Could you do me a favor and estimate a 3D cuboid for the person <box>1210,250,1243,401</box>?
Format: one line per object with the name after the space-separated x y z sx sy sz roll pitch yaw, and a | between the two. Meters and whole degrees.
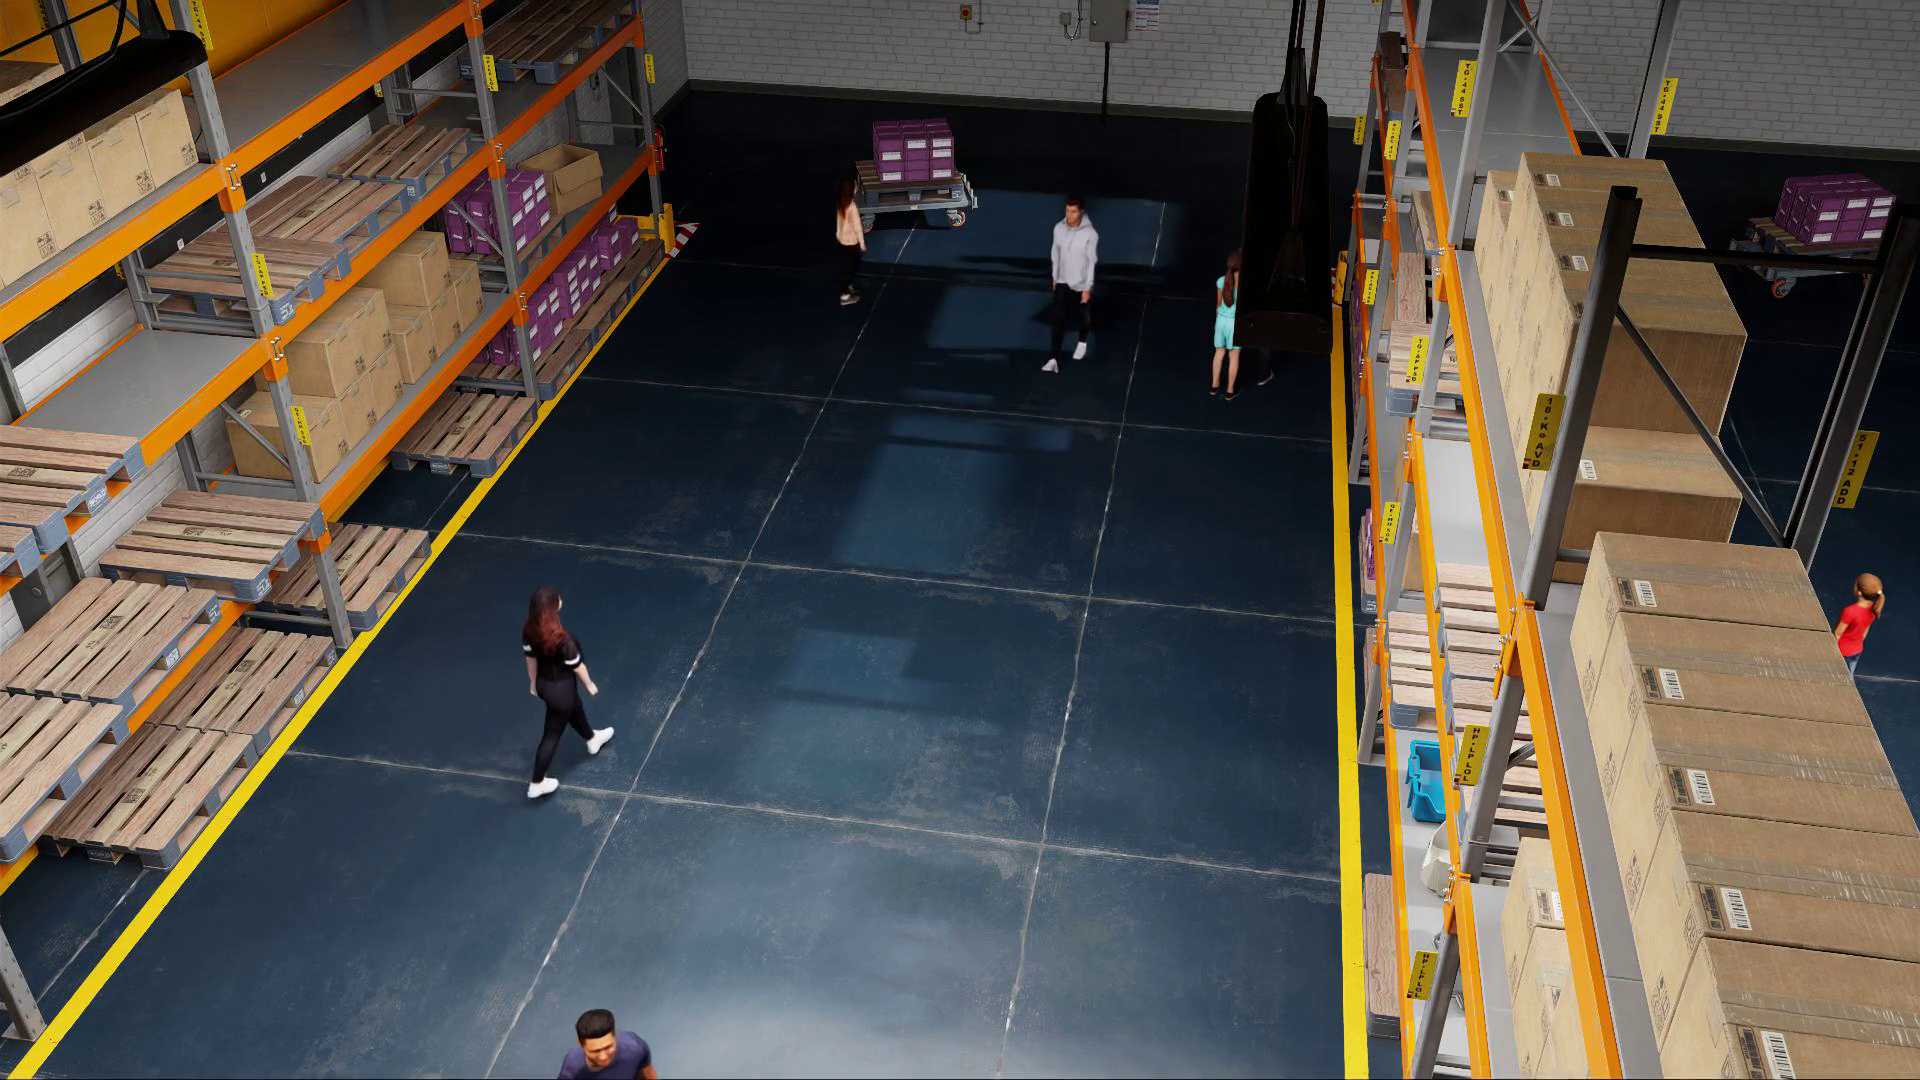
2.694 -2.154 16.572 0.626 1.559 0.648 21 39 29 | person

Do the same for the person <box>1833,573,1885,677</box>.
6.575 0.821 12.324 0.545 1.307 0.589 -12 36 -18 | person

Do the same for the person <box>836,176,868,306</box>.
-1.286 -3.297 18.370 0.737 1.473 0.655 -15 36 -21 | person

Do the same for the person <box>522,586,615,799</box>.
-2.868 1.096 11.649 0.934 1.596 1.182 22 39 29 | person

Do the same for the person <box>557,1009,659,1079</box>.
-1.833 2.974 8.671 0.860 1.767 0.923 -20 39 -28 | person

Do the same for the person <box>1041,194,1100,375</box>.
1.223 -2.672 17.066 0.864 1.876 1.233 13 36 19 | person
